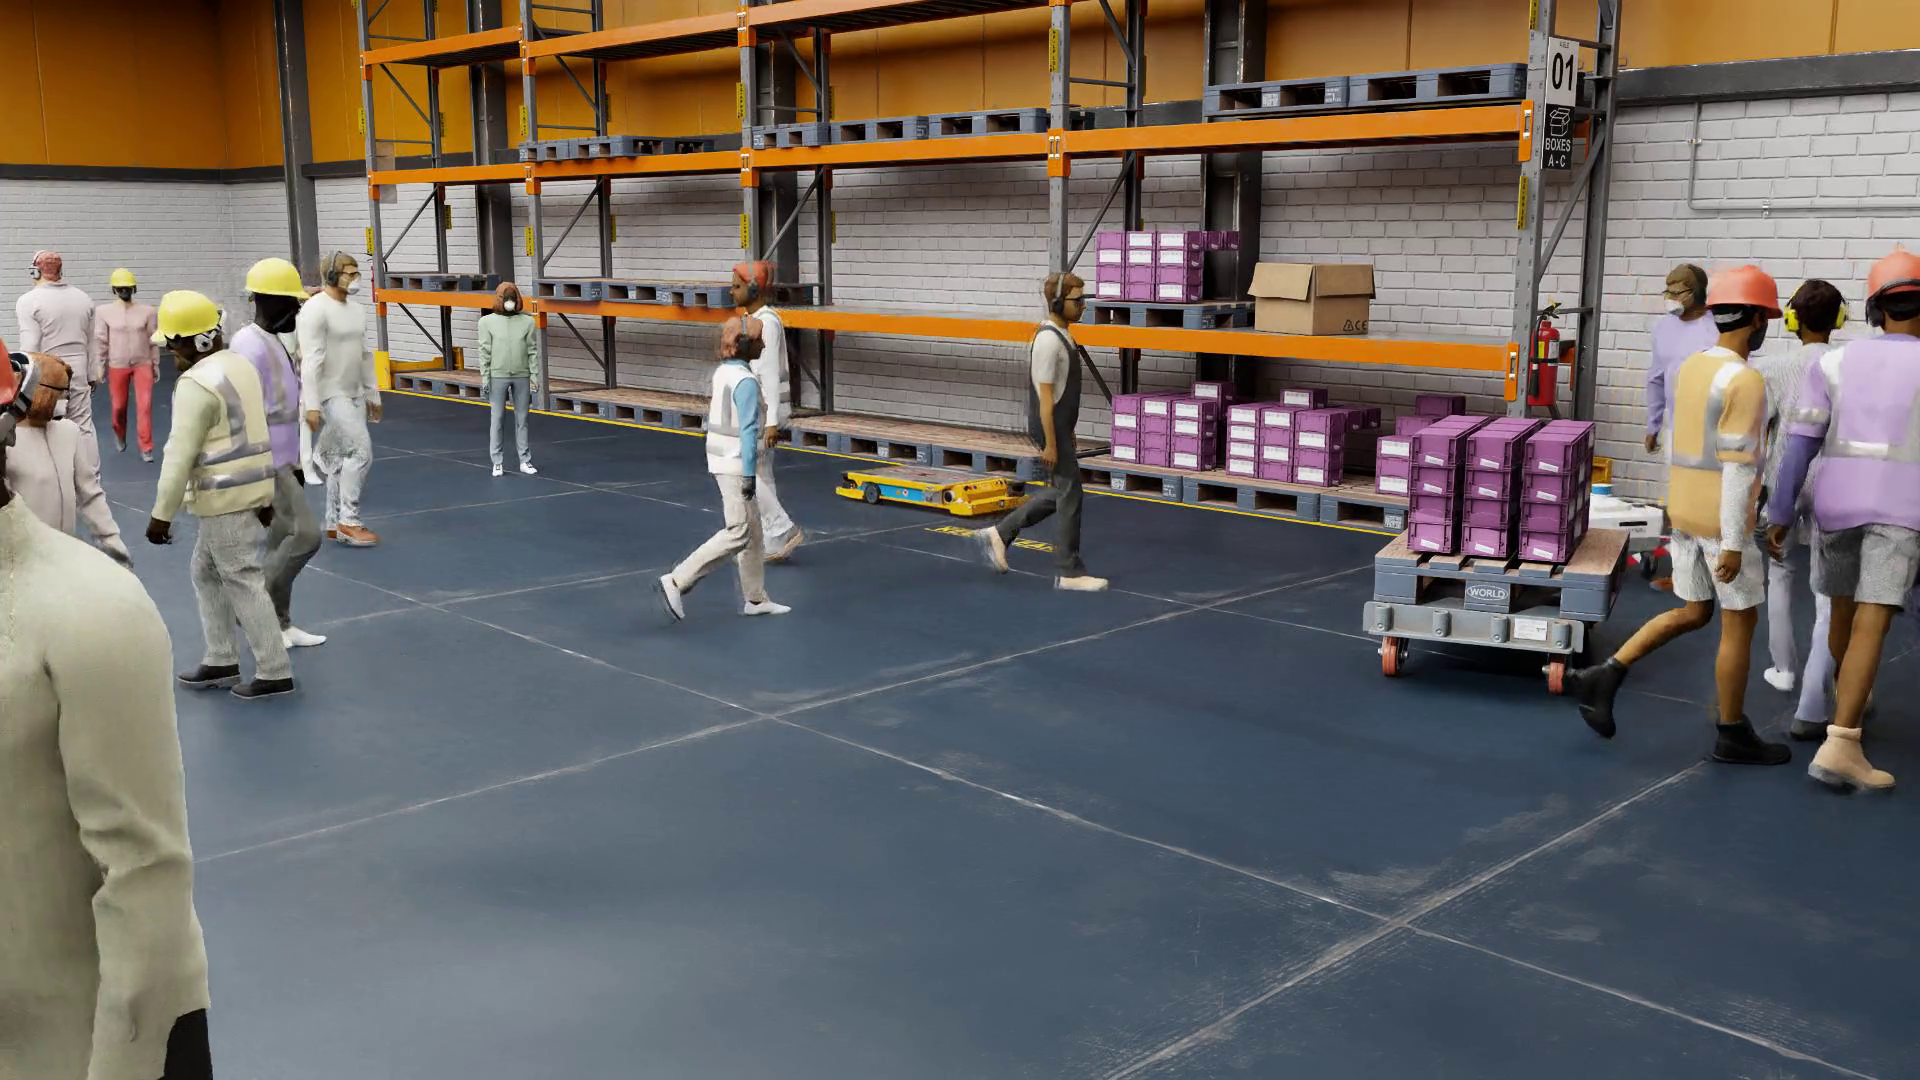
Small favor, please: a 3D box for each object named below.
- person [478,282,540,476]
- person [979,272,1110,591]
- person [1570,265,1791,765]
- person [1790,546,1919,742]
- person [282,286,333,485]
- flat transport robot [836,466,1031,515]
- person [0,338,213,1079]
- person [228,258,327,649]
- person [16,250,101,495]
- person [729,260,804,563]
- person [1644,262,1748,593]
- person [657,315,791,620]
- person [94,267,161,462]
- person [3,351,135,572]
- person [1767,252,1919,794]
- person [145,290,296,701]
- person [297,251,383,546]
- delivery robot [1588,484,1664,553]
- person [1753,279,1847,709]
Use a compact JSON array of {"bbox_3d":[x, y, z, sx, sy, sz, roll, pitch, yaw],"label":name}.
[{"bbox_3d":[-3.807,-1.360,14.070,0.499,1.634,0.288,-6,12,-29],"label":"person"},{"bbox_3d":[0.478,-0.608,9.477,0.723,1.822,0.540,2,11,9],"label":"person"},{"bbox_3d":[2.804,-0.084,6.366,0.743,1.917,0.560,-1,10,-4],"label":"person"},{"bbox_3d":[3.782,-0.023,6.586,0.937,1.706,0.528,-2,11,-13],"label":"person"},{"bbox_3d":[-5.242,-1.246,13.492,0.372,1.622,0.522,8,13,38],"label":"person"},{"bbox_3d":[-0.215,-0.394,12.524,1.431,0.197,0.652,10,14,42],"label":"flat transport robot"},{"bbox_3d":[-1.249,0.643,2.259,0.665,1.982,0.477,6,12,29],"label":"person"},{"bbox_3d":[-3.292,-0.395,8.033,0.419,1.910,0.601,-3,11,-14],"label":"person"},{"bbox_3d":[-6.879,-1.238,12.661,0.404,1.906,0.652,4,11,21],"label":"person"},{"bbox_3d":[-1.242,-0.760,10.150,0.415,1.868,0.611,-2,11,-13],"label":"person"},{"bbox_3d":[4.283,-0.630,9.465,0.748,1.892,0.693,-3,11,-17],"label":"person"},{"bbox_3d":[-1.237,-0.357,8.664,0.674,1.618,0.526,-4,11,-20],"label":"person"},{"bbox_3d":[-7.512,-1.589,15.021,0.532,1.741,0.739,-6,12,-31],"label":"person"},{"bbox_3d":[-3.548,0.066,6.399,0.813,1.592,0.494,1,10,6],"label":"person"},{"bbox_3d":[3.487,-0.089,6.294,1.129,1.966,0.678,-10,14,-42],"label":"person"},{"bbox_3d":[-3.245,-0.176,7.192,0.712,1.784,0.612,-1,10,-4],"label":"person"},{"bbox_3d":[-3.946,-0.900,10.798,0.627,1.915,0.648,1,10,8],"label":"person"},{"bbox_3d":[3.773,-0.090,9.834,0.707,0.478,0.477,-2,11,-12],"label":"delivery robot"},{"bbox_3d":[3.656,-0.193,7.156,0.509,1.844,0.763,3,11,17],"label":"person"}]
